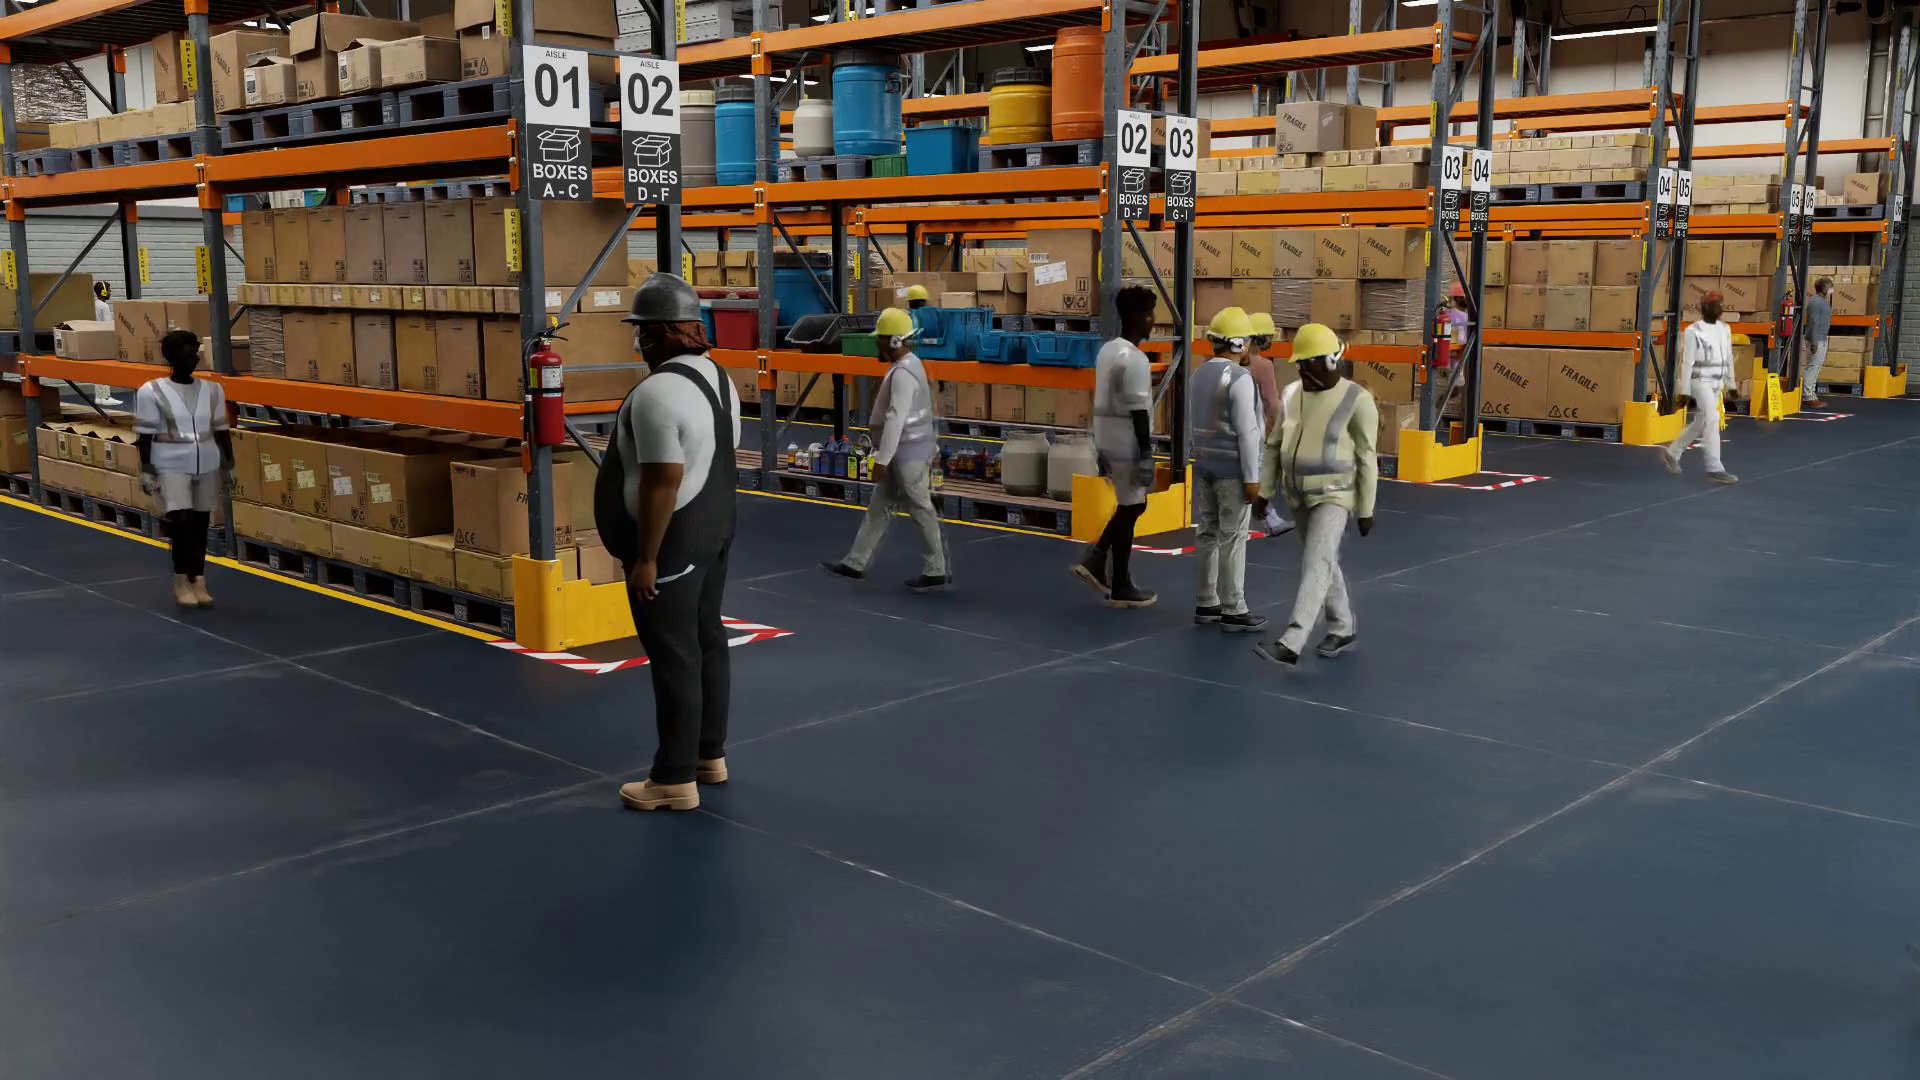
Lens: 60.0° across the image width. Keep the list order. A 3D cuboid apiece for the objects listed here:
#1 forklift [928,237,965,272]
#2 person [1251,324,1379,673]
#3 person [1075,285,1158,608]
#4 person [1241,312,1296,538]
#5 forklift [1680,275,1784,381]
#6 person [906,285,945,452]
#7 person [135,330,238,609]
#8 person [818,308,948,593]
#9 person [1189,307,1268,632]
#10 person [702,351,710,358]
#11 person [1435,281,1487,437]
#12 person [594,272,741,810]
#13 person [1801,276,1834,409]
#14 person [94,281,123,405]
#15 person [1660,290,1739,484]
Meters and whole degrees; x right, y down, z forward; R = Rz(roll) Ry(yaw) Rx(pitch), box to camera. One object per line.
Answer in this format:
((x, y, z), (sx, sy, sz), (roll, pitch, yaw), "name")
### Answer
((-0.326, -5.817, 39.609), (1.129, 2.768, 1.873), (9, 13, 43), "forklift")
((1.814, -0.223, 8.600), (0.924, 1.765, 0.576), (-6, 11, -34), "person")
((1.015, -0.562, 10.088), (0.418, 1.952, 0.640), (-2, 10, -14), "person")
((2.227, -0.815, 12.354), (0.885, 1.723, 0.536), (-3, 10, -18), "person")
((12.480, -3.427, 27.053), (1.214, 2.155, 2.313), (9, 13, 43), "forklift")
((-0.435, -1.823, 18.045), (0.600, 1.888, 0.964), (-6, 11, -32), "person")
((-4.610, -0.415, 9.994), (0.454, 1.679, 0.556), (7, 12, 37), "person")
((-0.484, -0.556, 10.531), (0.890, 1.790, 0.615), (0, 9, -3), "person")
((1.543, -0.410, 9.523), (0.404, 1.836, 0.590), (-4, 10, -23), "person")
((-2.156, -0.996, 13.411), (0.529, 1.737, 0.767), (-8, 12, -41), "person")
((6.092, -2.238, 20.530), (0.905, 1.906, 0.552), (8, 12, 39), "person")
((-1.141, 0.014, 6.426), (0.538, 2.000, 0.686), (2, 10, 13), "person")
((12.736, -2.935, 24.690), (0.372, 1.940, 0.631), (7, 12, 38), "person")
((-12.993, -2.987, 25.254), (0.510, 1.862, 0.320), (8, 12, 40), "person")
((7.244, -1.515, 16.244), (0.573, 1.858, 0.919), (-6, 11, -31), "person")
